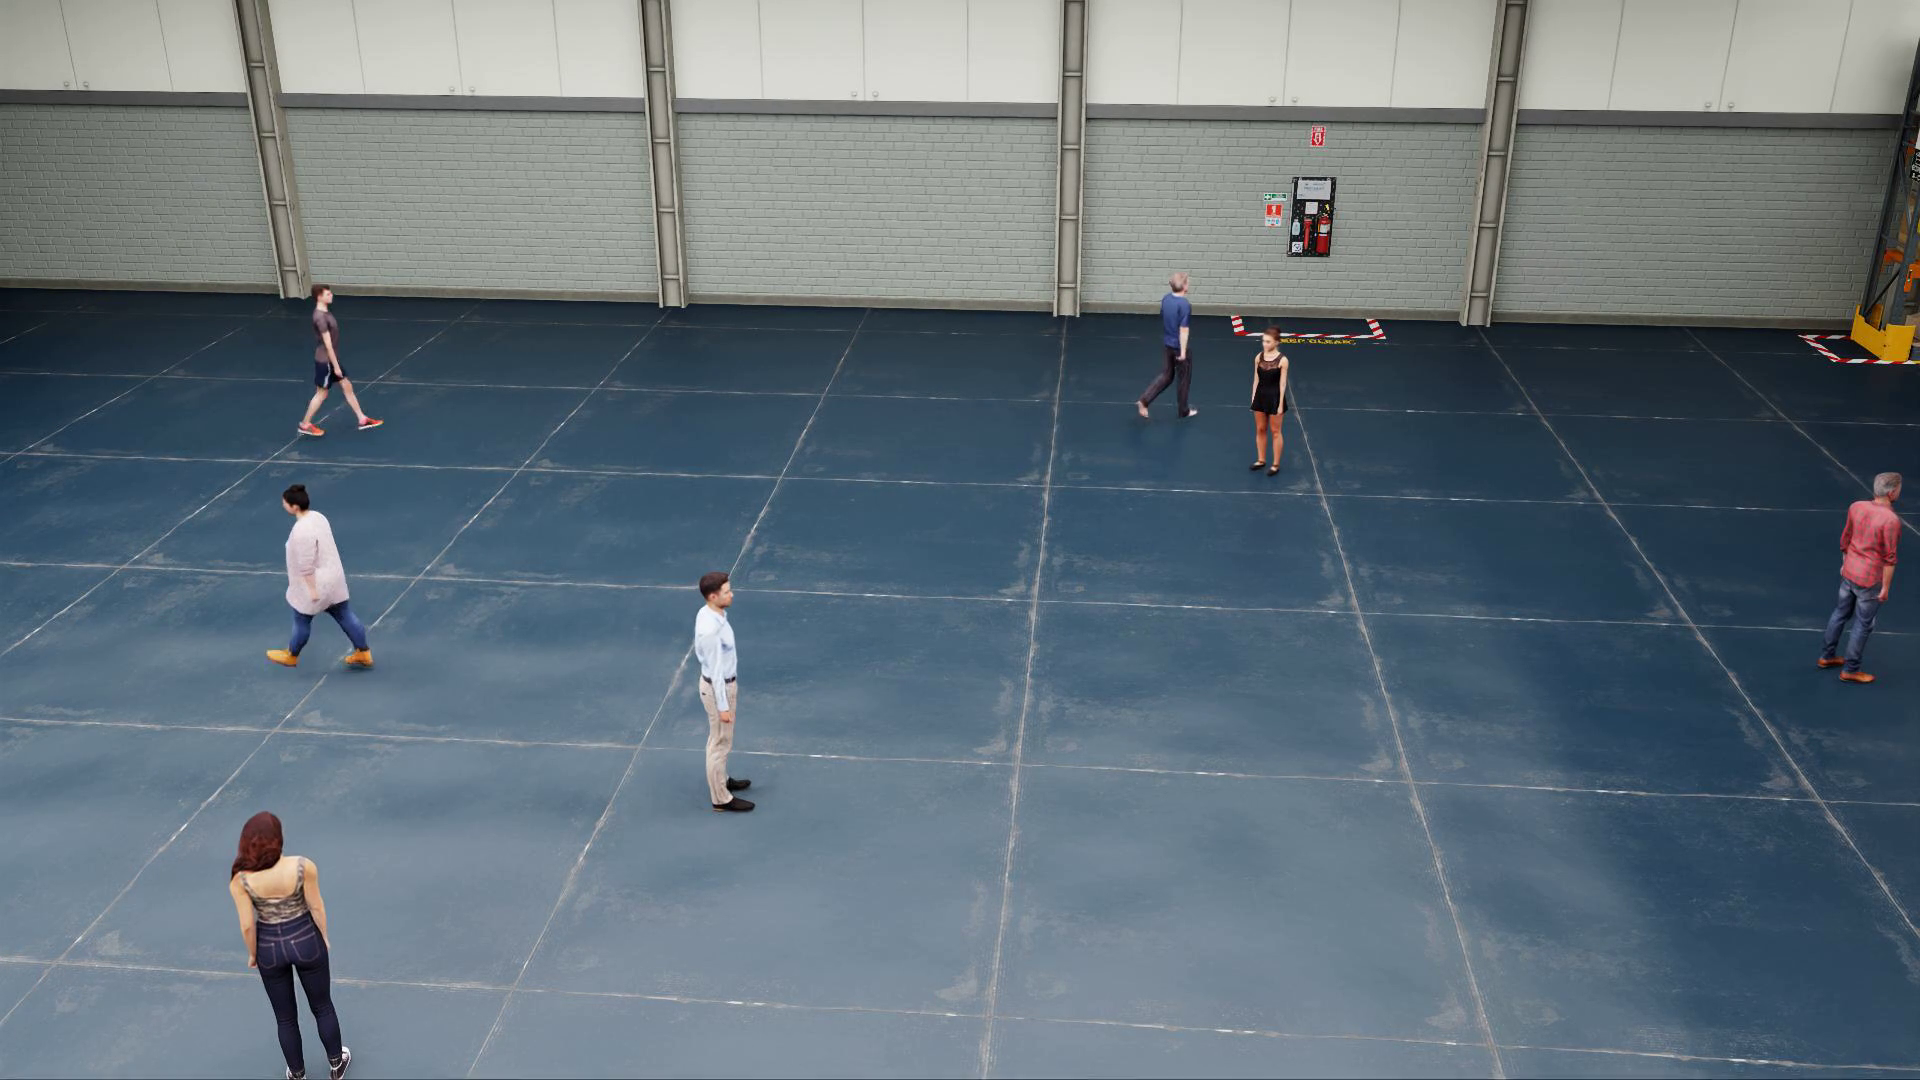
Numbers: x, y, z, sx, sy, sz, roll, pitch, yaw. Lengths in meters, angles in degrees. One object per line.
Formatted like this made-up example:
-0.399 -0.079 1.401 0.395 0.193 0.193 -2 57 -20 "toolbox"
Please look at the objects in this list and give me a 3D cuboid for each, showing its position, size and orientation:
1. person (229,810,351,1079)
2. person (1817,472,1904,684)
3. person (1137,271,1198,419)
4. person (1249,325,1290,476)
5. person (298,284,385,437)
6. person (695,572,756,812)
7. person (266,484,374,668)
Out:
-3.749 2.305 9.310 0.626 1.770 0.746 -9 25 -20 "person"
7.599 0.288 13.977 0.675 1.829 0.756 -5 24 -12 "person"
2.534 -2.307 20.060 1.179 1.845 1.063 -14 27 -29 "person"
3.458 -1.569 18.534 0.672 1.681 0.752 19 30 38 "person"
-7.522 -2.070 19.559 1.295 1.801 0.978 -6 24 -14 "person"
-1.748 1.084 12.086 0.674 1.845 0.709 -4 23 -10 "person"
-5.320 0.351 14.010 1.075 1.687 0.676 3 23 6 "person"
